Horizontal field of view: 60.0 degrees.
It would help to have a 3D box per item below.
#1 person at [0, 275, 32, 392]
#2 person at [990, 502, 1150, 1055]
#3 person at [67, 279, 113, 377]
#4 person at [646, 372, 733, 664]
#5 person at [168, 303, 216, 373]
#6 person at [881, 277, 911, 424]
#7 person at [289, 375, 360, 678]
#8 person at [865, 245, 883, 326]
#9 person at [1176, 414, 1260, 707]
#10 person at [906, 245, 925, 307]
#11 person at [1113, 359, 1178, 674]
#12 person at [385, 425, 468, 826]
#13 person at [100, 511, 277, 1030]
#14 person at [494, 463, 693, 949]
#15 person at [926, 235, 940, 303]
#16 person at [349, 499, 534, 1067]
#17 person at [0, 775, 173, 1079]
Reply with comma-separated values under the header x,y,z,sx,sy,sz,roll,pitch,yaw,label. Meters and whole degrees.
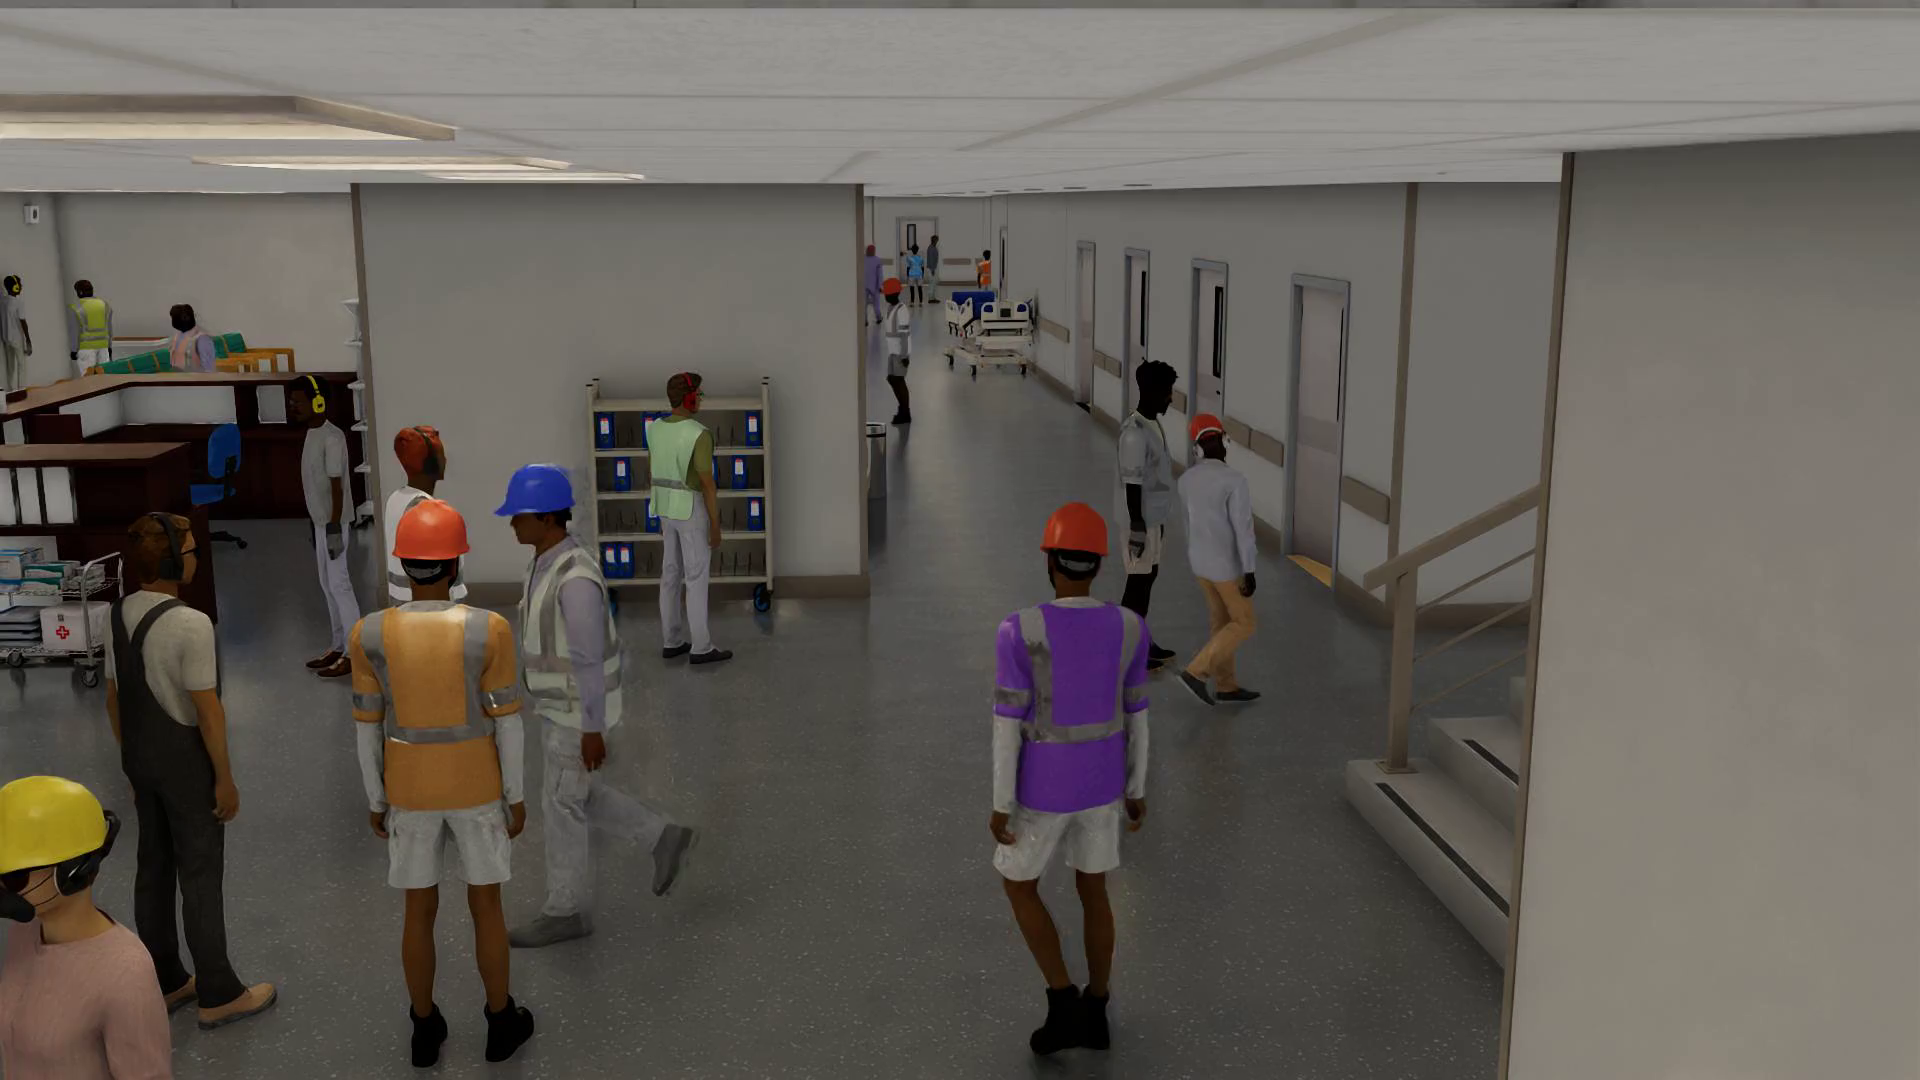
x,y,z,sx,sy,sz,roll,pitch,yaw,label
-13.333,-2.794,23.470,0.524,1.863,0.324,4,12,18,person
0.378,0.829,5.644,0.575,1.904,0.524,-4,12,-19,person
-11.871,-2.629,22.712,0.429,1.840,0.624,6,13,28,person
-1.740,-0.133,10.493,0.565,1.846,0.390,9,15,38,person
-8.180,-1.638,17.910,0.684,1.823,0.546,9,14,36,person
-0.829,-2.475,21.766,0.493,1.915,0.599,-5,12,-22,person
-3.901,-0.087,10.237,0.326,1.862,0.508,-8,14,-35,person
-2.082,-5.976,38.990,0.656,1.859,0.989,2,12,10,person
1.508,0.134,9.538,0.510,1.701,0.601,-5,12,-22,person
-1.223,-7.230,45.532,0.540,1.696,0.317,-4,12,-20,person
1.146,-0.142,10.290,0.389,1.951,0.615,3,12,16,person
-2.471,0.403,7.778,0.355,1.883,0.575,-8,14,-35,person
-2.759,0.812,5.870,0.506,1.846,0.351,6,13,26,person
-1.445,0.632,6.555,0.722,1.924,0.624,-6,13,-26,person
-0.764,-7.685,47.197,0.377,1.931,0.636,1,12,5,person
-1.728,0.823,5.591,0.543,1.939,0.359,-1,12,-5,person
-1.834,1.339,3.496,0.522,1.769,0.312,8,14,33,person
